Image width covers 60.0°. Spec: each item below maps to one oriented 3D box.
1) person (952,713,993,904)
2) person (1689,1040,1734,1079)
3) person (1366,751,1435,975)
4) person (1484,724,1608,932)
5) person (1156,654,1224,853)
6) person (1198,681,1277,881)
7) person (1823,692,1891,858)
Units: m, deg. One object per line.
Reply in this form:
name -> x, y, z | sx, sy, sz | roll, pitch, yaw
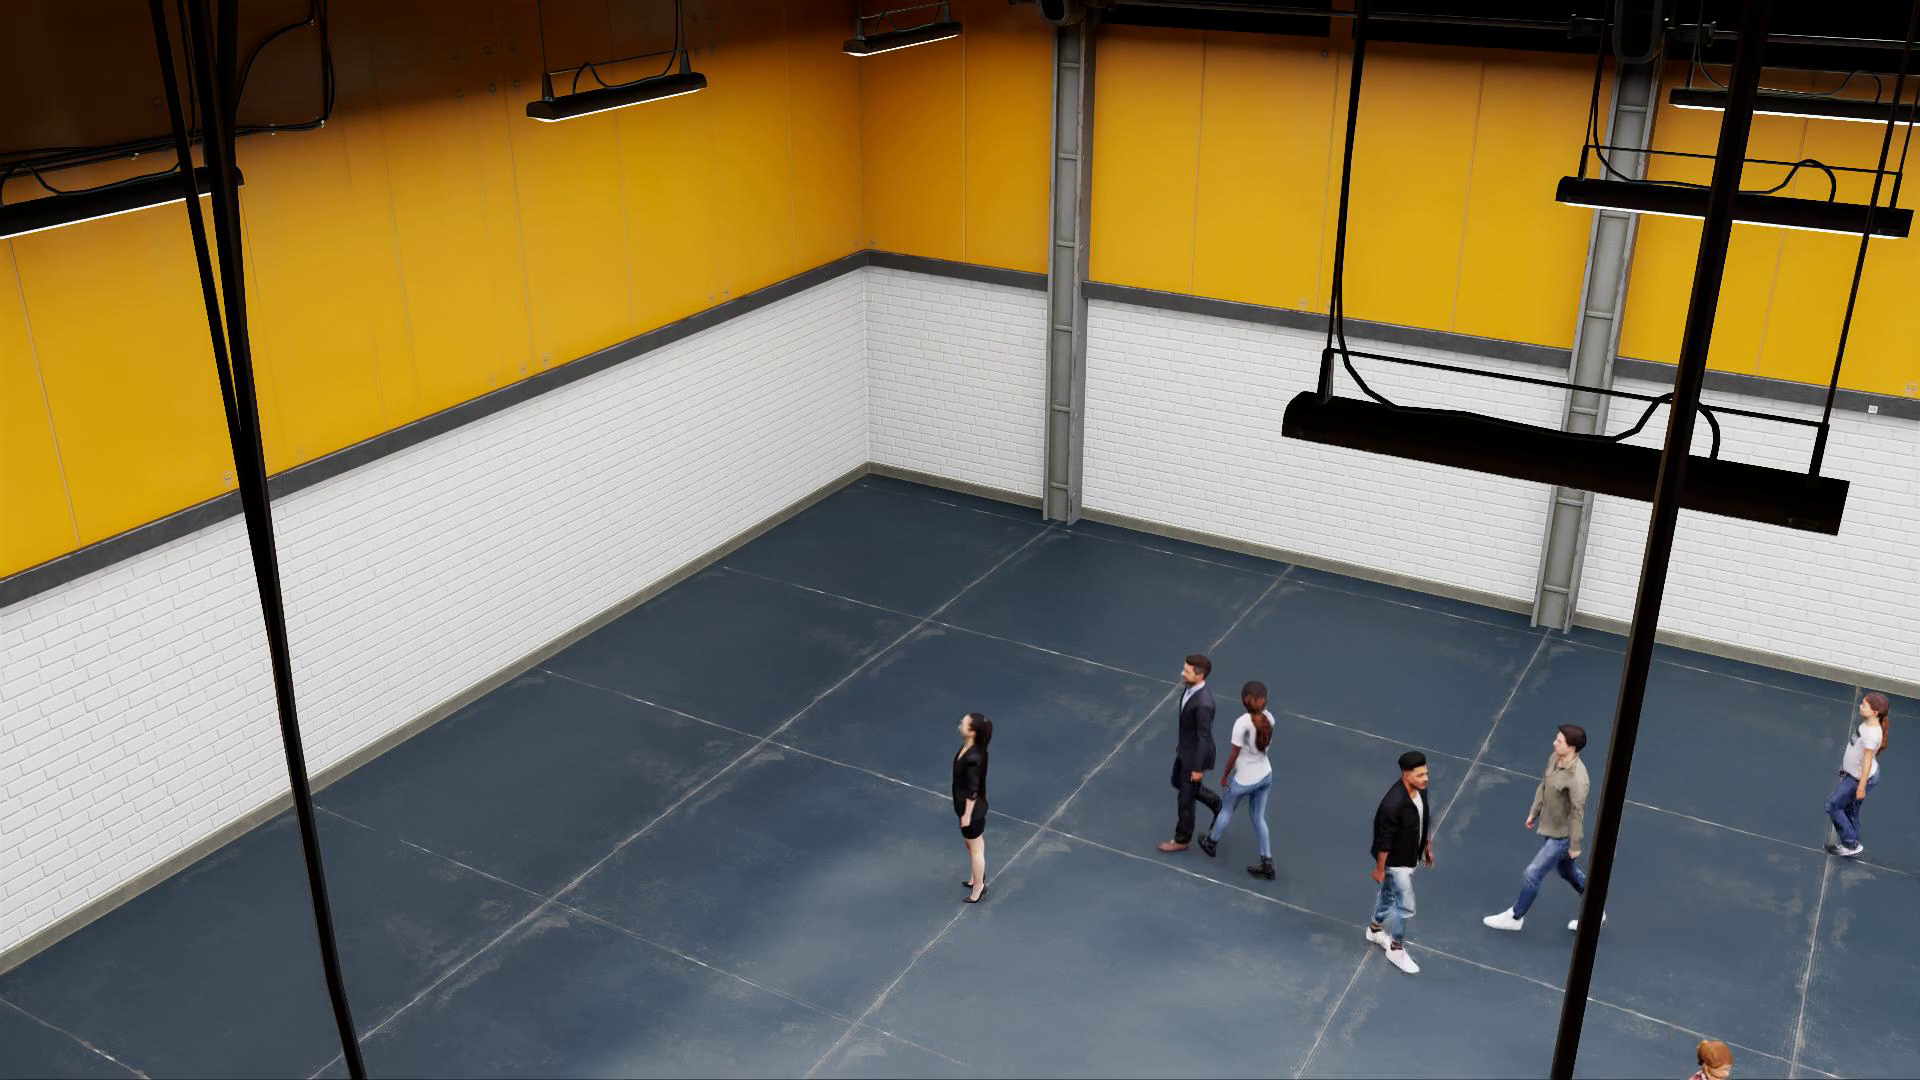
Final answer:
person -> 0.105, 2.132, 13.325 | 0.684, 1.697, 0.676 | 1, 24, 2
person -> 4.597, 3.614, 10.445 | 0.702, 1.288, 0.798 | -16, 28, -32
person -> 3.273, 2.357, 12.691 | 0.835, 1.793, 0.770 | 19, 30, 36
person -> 4.742, 2.260, 12.857 | 1.294, 1.836, 1.029 | 2, 24, 5
person -> 2.031, 1.785, 13.928 | 1.037, 1.850, 0.929 | -2, 24, -5
person -> 2.451, 2.005, 13.639 | 0.878, 1.678, 1.096 | -19, 30, -37
person -> 7.565, 1.982, 13.856 | 0.560, 1.547, 0.523 | 13, 27, 27
